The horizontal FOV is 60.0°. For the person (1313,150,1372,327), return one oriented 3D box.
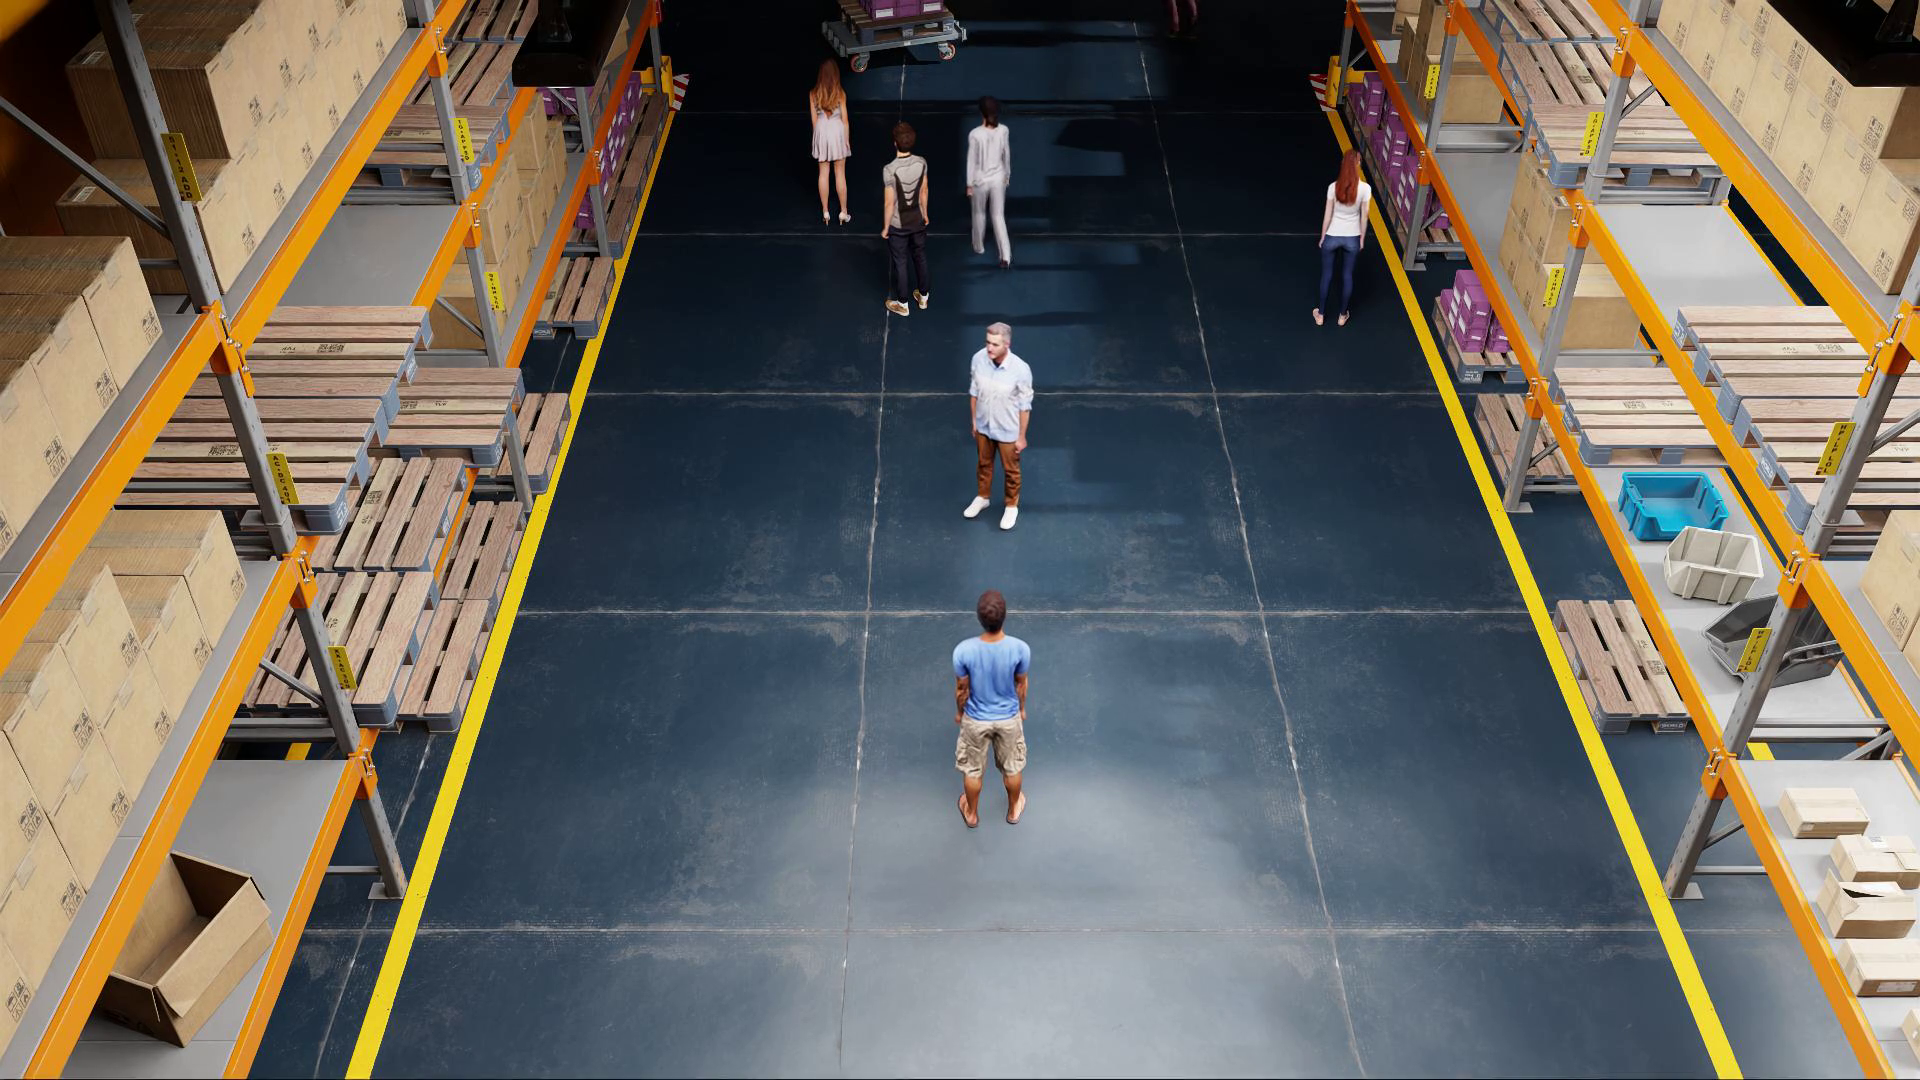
[{"bbox_3d":[3.548,-2.793,15.457,0.593,1.742,0.556,6,39,7],"label":"person"}]

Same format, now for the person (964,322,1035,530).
[{"bbox_3d":[0.307,-0.926,13.052,0.767,1.827,0.757,19,42,22],"label":"person"}]

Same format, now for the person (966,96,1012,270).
[{"bbox_3d":[0.308,-3.474,16.304,0.795,1.749,1.097,-10,40,-12],"label":"person"}]

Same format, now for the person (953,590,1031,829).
[{"bbox_3d":[0.203,1.092,10.494,0.658,1.865,0.575,-2,39,-3],"label":"person"}]

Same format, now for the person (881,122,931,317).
[{"bbox_3d":[-0.506,-3.003,15.600,0.731,1.893,0.731,-21,43,-25],"label":"person"}]

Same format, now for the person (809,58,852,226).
[{"bbox_3d":[-1.329,-4.068,17.033,0.587,1.768,0.603,4,39,5],"label":"person"}]

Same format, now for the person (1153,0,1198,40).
[{"bbox_3d":[2.924,-7.198,20.888,0.883,1.848,0.814,14,41,17],"label":"person"}]
